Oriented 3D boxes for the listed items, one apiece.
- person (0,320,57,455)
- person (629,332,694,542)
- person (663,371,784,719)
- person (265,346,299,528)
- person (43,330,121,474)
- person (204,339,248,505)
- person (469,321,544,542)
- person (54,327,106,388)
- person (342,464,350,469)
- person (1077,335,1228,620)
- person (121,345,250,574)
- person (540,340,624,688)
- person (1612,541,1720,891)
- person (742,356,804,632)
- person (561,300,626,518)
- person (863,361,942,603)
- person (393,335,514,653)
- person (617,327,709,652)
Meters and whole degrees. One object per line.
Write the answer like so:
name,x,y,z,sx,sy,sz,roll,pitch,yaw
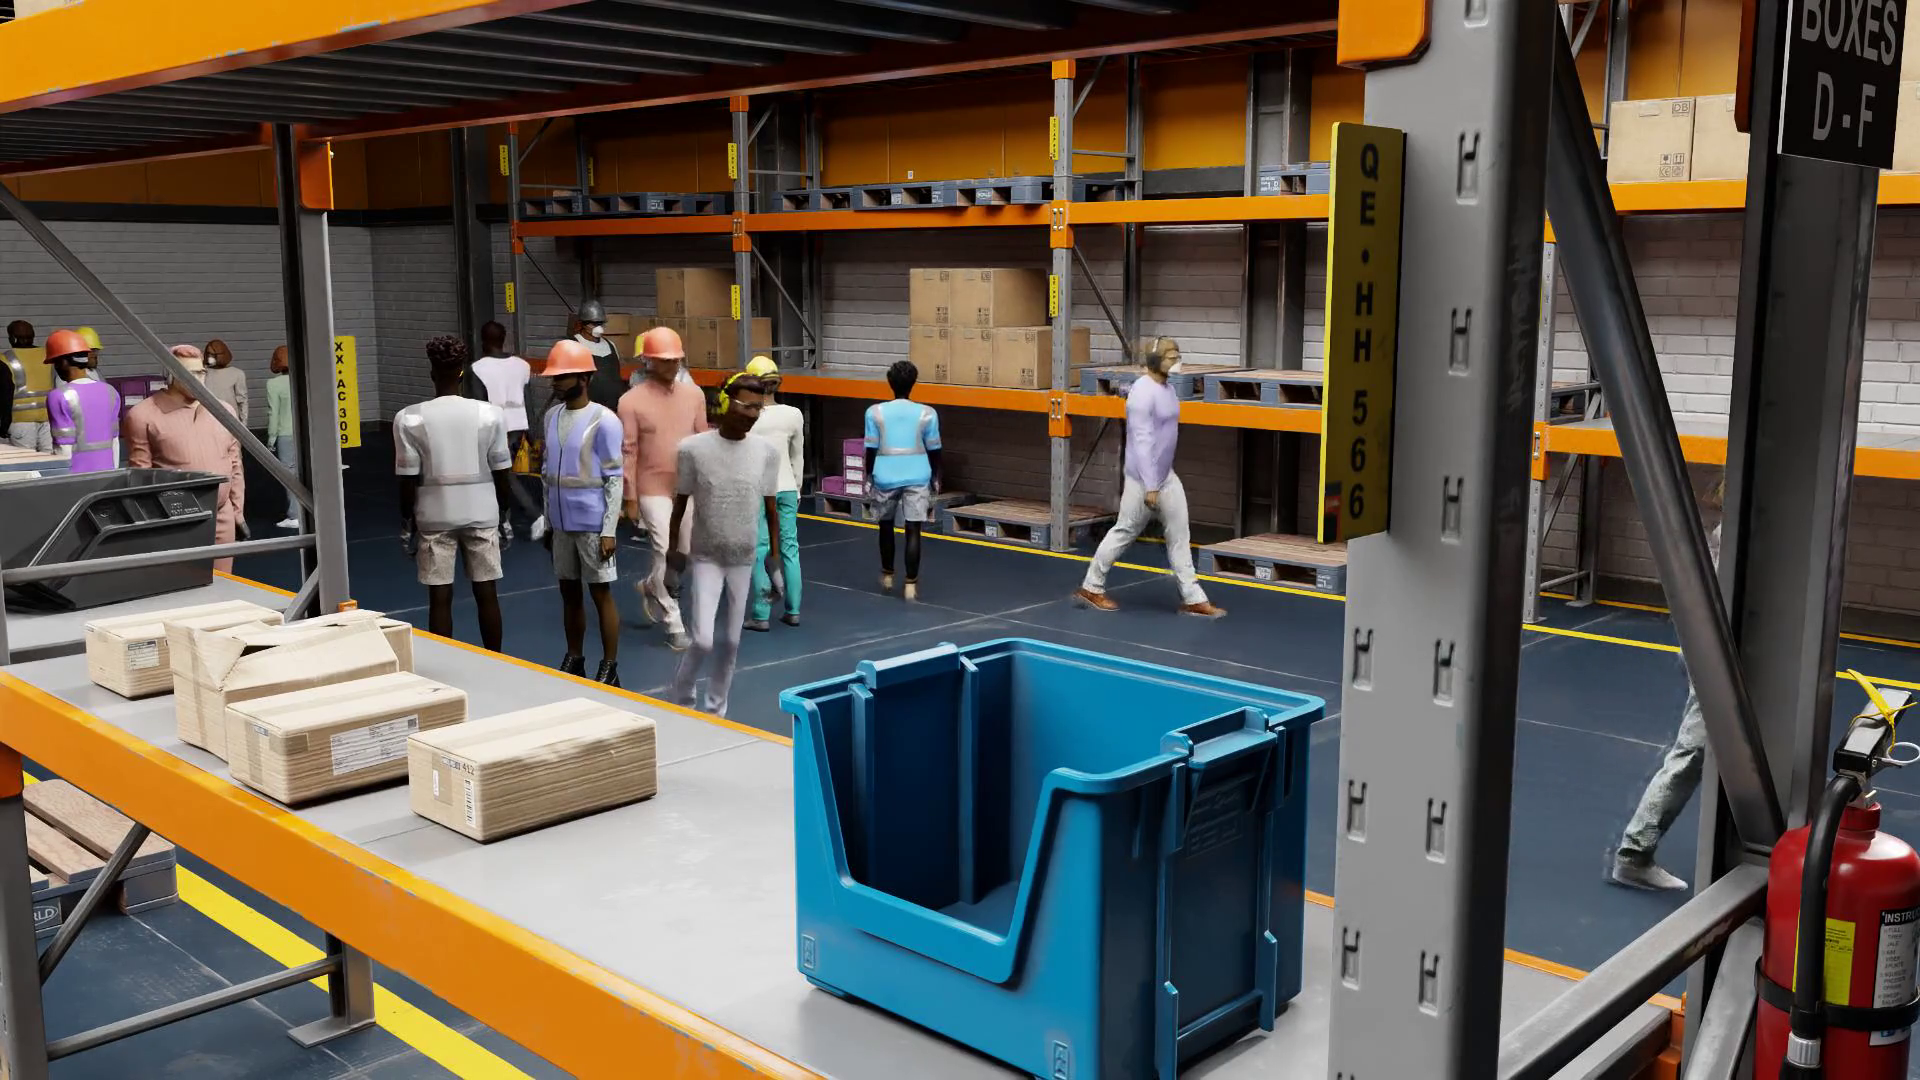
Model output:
person,-8.676,-1.121,15.498,0.430,1.843,0.623,4,10,25
person,-2.540,-0.855,14.069,0.603,1.787,0.648,1,9,9
person,-1.115,0.116,7.938,0.549,1.836,0.414,-5,10,-26
person,-6.002,-0.926,14.939,0.275,1.631,0.507,5,11,29
person,-5.628,-0.377,10.670,0.368,1.929,0.542,2,10,13
person,-7.190,-1.132,16.199,0.498,1.633,0.281,-1,9,-5
person,-3.836,-0.919,14.156,0.904,1.886,0.604,6,11,34
person,-7.333,-0.873,14.010,0.404,1.827,0.600,0,9,-2
person,-7.358,-1.765,19.247,0.409,1.908,0.638,-7,12,-37
person,1.245,-0.417,11.053,1.031,1.892,0.647,5,11,28
person,-4.199,-0.113,9.117,0.411,1.908,0.643,7,11,35
person,-2.052,-0.100,8.940,0.546,1.938,0.361,6,11,32
person,2.880,0.490,6.067,0.915,1.683,0.492,2,9,13
person,-1.234,-0.294,10.665,0.525,1.765,0.319,-8,12,-39
person,-3.334,-1.184,15.270,0.539,2.000,0.689,7,11,35
person,-0.405,-0.425,11.745,0.545,1.667,0.733,0,9,-2
person,-2.702,-0.111,8.917,0.602,1.967,0.366,-4,10,-22
person,-1.835,-0.329,10.254,0.618,1.972,0.754,-8,12,-41
